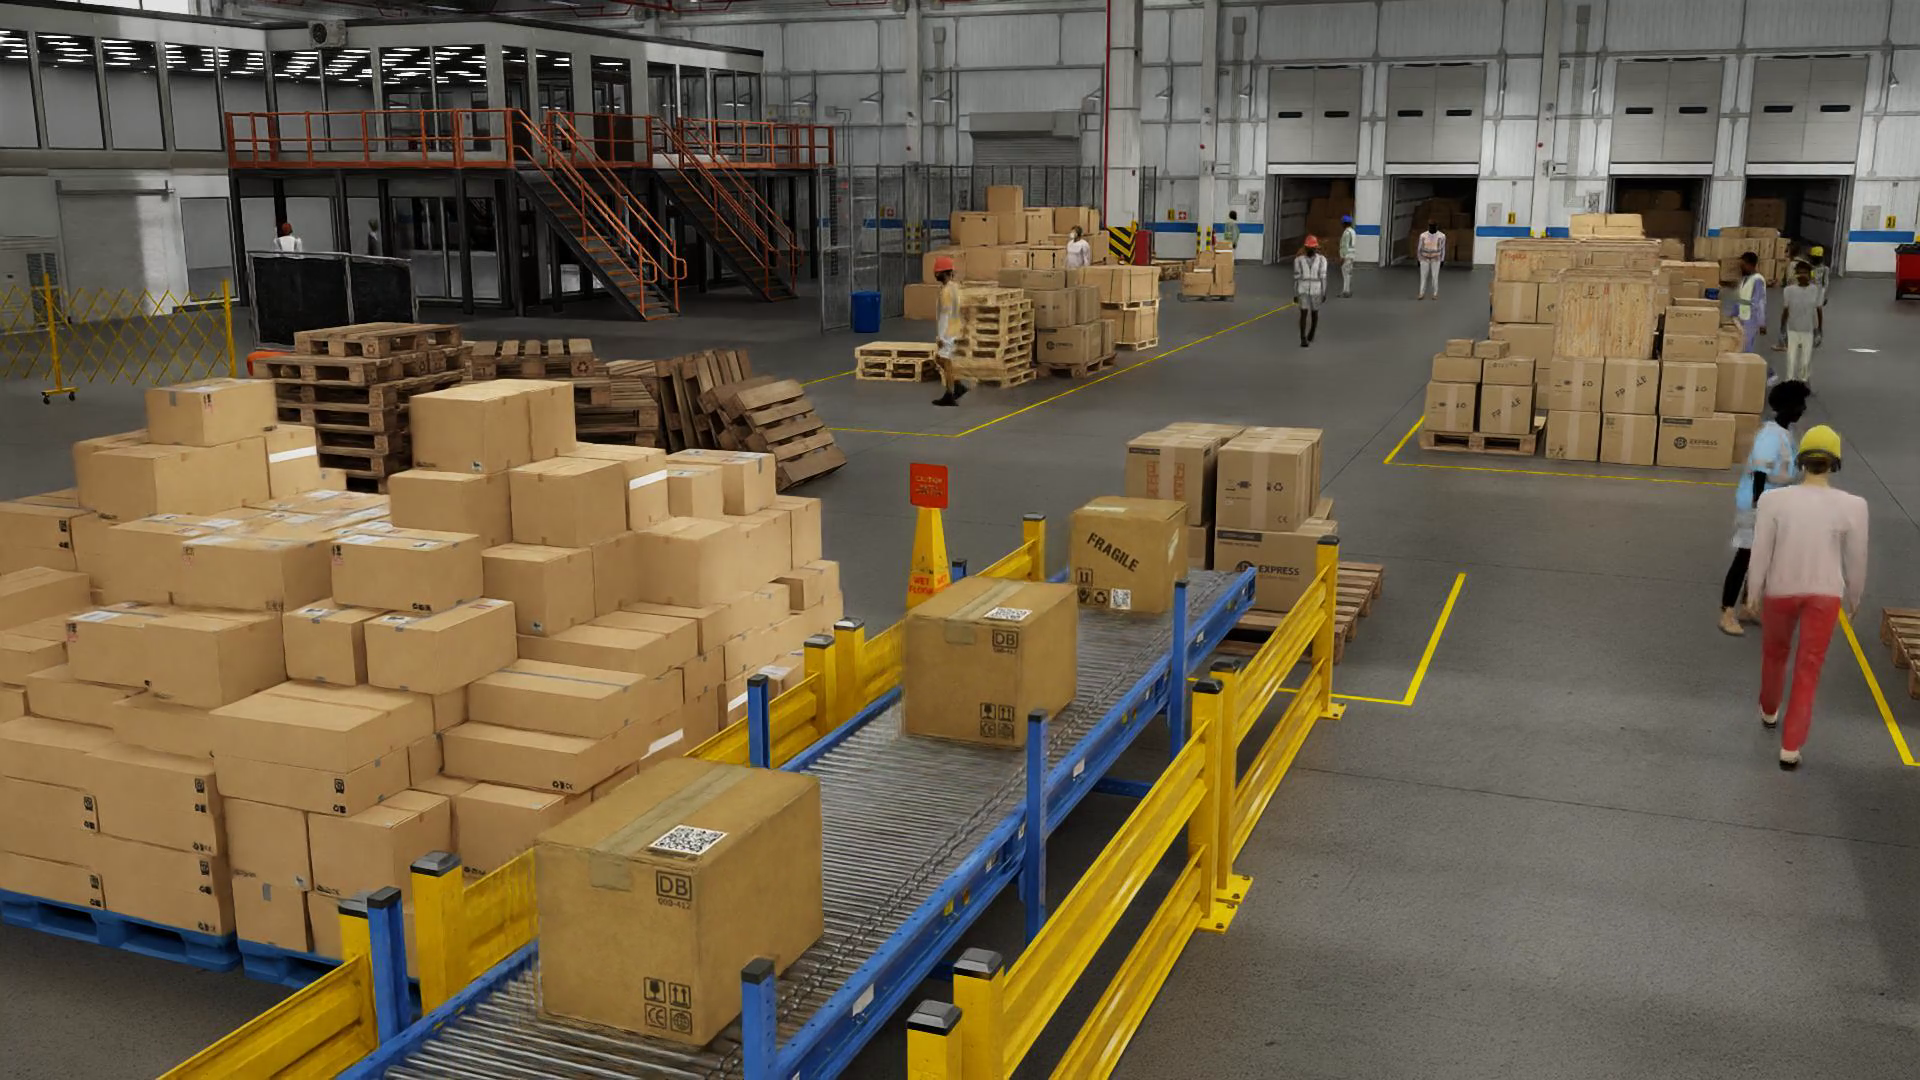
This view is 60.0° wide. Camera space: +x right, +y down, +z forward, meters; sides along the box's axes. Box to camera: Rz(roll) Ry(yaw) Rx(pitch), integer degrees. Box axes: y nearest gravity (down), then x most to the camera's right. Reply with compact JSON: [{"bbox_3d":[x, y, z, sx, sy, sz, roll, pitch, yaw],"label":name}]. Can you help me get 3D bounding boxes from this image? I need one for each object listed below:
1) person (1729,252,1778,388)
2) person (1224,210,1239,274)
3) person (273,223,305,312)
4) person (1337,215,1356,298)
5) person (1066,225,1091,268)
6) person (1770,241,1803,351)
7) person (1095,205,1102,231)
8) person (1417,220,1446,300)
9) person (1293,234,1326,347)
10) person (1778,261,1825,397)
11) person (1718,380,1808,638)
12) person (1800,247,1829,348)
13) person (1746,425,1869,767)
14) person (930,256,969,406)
[{"bbox_3d":[10.790,-2.975,22.763,0.820,1.892,0.645,2,13,10],"label":"person"},{"bbox_3d":[7.900,-8.662,48.396,0.428,1.842,0.637,-1,13,-4],"label":"person"},{"bbox_3d":[-14.353,-5.835,35.619,0.575,1.883,0.362,-4,13,-19],"label":"person"},{"bbox_3d":[9.169,-6.723,39.451,0.404,1.945,0.616,7,15,30],"label":"person"},{"bbox_3d":[2.291,-5.185,32.573,0.376,1.940,0.627,-9,15,-35],"label":"person"},{"bbox_3d":[13.936,-4.062,27.779,0.492,1.830,0.530,12,17,43],"label":"person"},{"bbox_3d":[4.431,-9.613,52.501,0.751,1.900,0.622,4,13,16],"label":"person"},{"bbox_3d":[10.989,-6.532,38.836,0.633,1.843,0.429,5,13,21],"label":"person"},{"bbox_3d":[5.984,-4.269,28.485,0.581,1.927,0.584,2,13,9],"label":"person"},{"bbox_3d":[10.994,-2.717,21.732,0.518,1.845,0.476,7,15,30],"label":"person"},{"bbox_3d":[5.234,-0.207,10.846,0.334,1.681,0.625,10,16,39],"label":"person"},{"bbox_3d":[14.517,-4.126,28.341,0.499,1.700,0.802,4,13,18],"label":"person"},{"bbox_3d":[4.387,0.259,8.644,0.542,1.713,0.926,7,14,27],"label":"person"},{"bbox_3d":[-0.187,-2.662,21.286,0.404,1.921,0.582,2,13,9],"label":"person"}]
